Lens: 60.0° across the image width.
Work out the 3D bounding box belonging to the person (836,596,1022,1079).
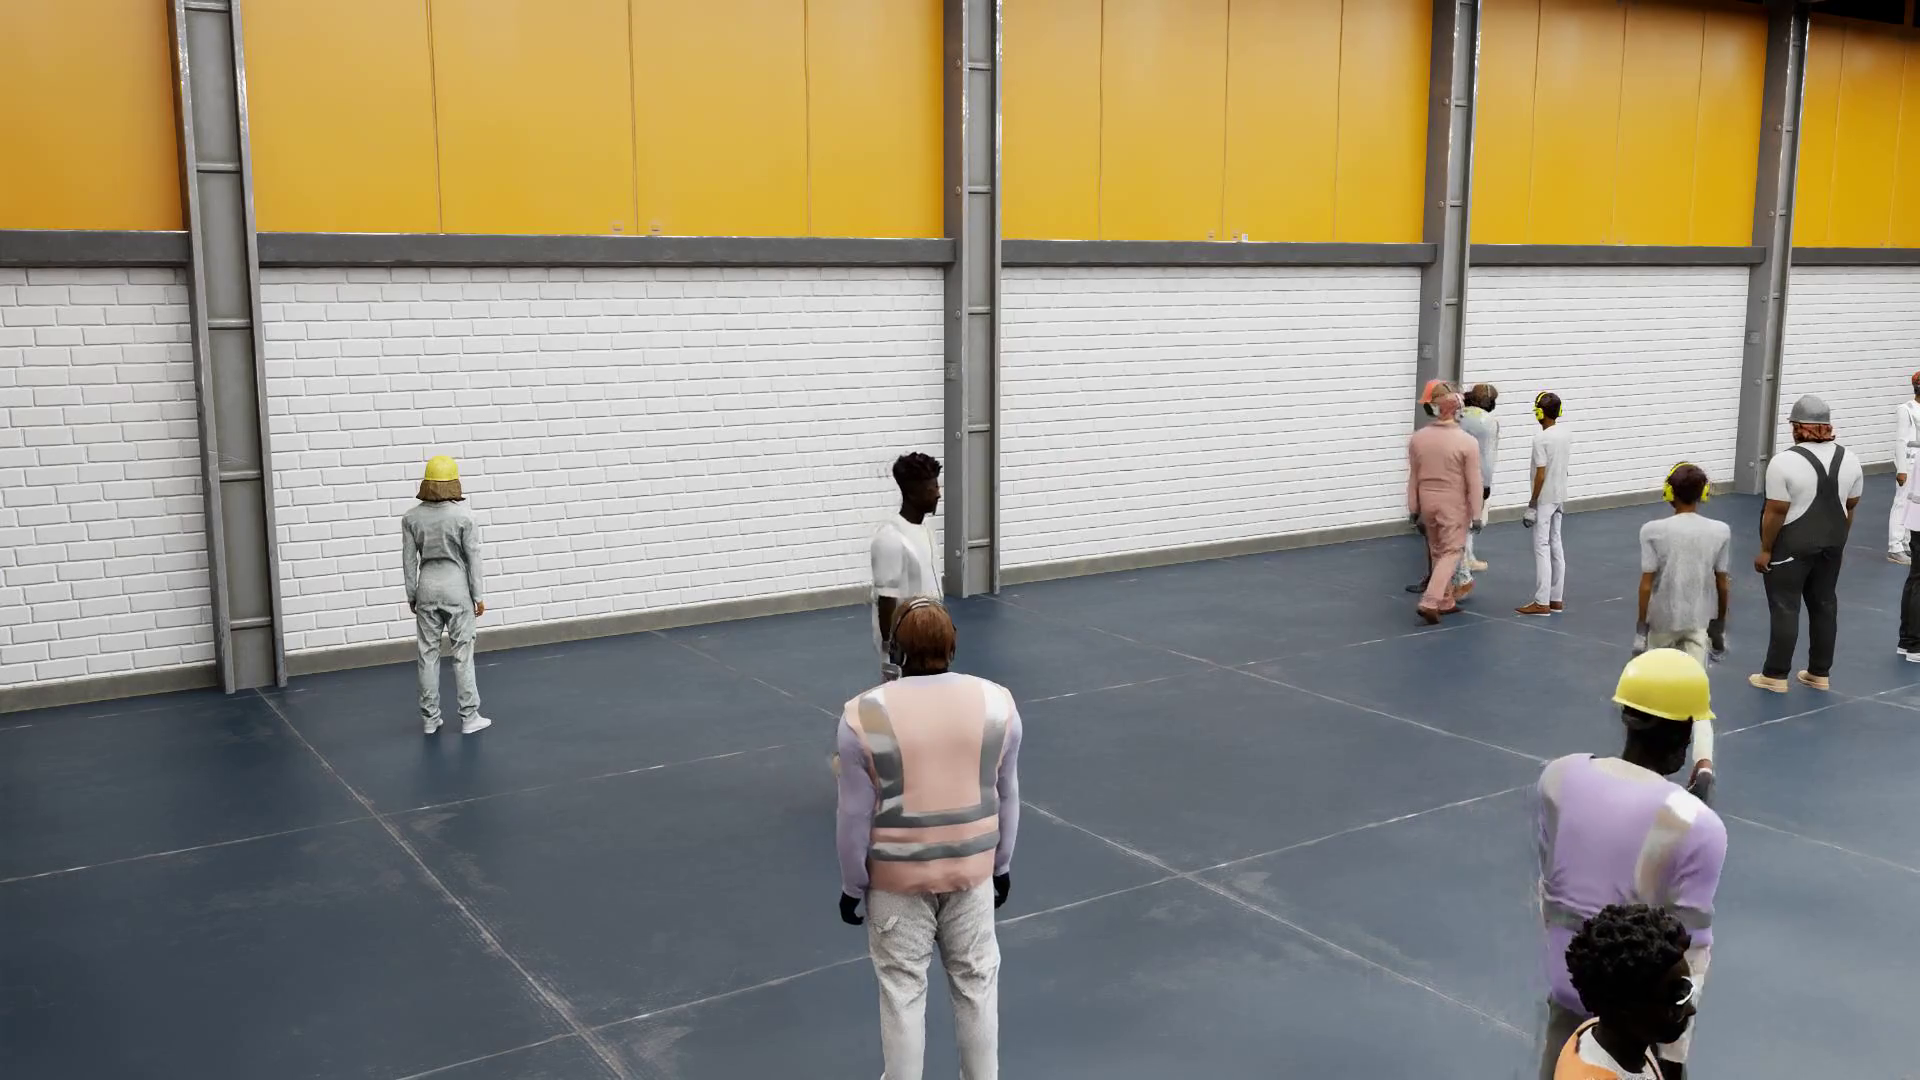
[{"bbox_3d":[-0.111,1.095,5.506,0.624,1.846,0.430,-3,10,-17],"label":"person"}]

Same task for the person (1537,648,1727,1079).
[{"bbox_3d":[1.745,1.231,4.540,0.831,1.896,0.585,-6,11,-33],"label":"person"}]

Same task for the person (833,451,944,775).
[{"bbox_3d":[-0.321,0.501,8.738,0.537,1.953,0.621,4,10,21],"label":"person"}]

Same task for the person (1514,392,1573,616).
[{"bbox_3d":[4.868,-0.298,13.842,0.519,1.865,0.331,-8,12,-39],"label":"person"}]

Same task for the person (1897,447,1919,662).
[{"bbox_3d":[7.132,-0.056,12.217,0.392,1.919,0.589,3,10,19],"label":"person"}]

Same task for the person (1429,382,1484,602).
[{"bbox_3d":[4.248,-0.404,14.355,0.469,1.902,0.656,-3,10,-15],"label":"person"}]

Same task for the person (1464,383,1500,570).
[{"bbox_3d":[4.755,-0.574,15.651,0.589,1.817,0.669,-3,10,-17],"label":"person"}]

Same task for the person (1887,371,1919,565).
[{"bbox_3d":[9.330,-0.706,16.237,0.575,1.883,0.355,-6,11,-32],"label":"person"}]

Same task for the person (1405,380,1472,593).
[{"bbox_3d":[4.225,-0.456,14.669,0.455,1.914,0.543,3,10,17],"label":"person"}]

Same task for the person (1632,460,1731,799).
[{"bbox_3d":[4.015,0.485,9.228,0.517,1.839,0.842,1,9,7],"label":"person"}]

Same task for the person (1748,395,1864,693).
[{"bbox_3d":[5.732,0.020,11.388,0.672,2.000,0.536,-2,10,-10],"label":"person"}]

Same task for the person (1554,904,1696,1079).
[{"bbox_3d":[1.266,1.532,3.308,0.322,1.696,0.536,4,10,22],"label":"person"}]

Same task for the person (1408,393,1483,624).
[{"bbox_3d":[3.967,-0.261,13.568,0.800,1.882,0.659,-7,12,-37],"label":"person"}]

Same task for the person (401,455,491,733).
[{"bbox_3d":[-3.199,0.339,10.356,0.494,1.743,0.306,1,9,4],"label":"person"}]

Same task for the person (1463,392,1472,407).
[{"bbox_3d":[4.890,-0.600,16.158,0.321,1.695,0.530,3,10,17],"label":"person"}]
